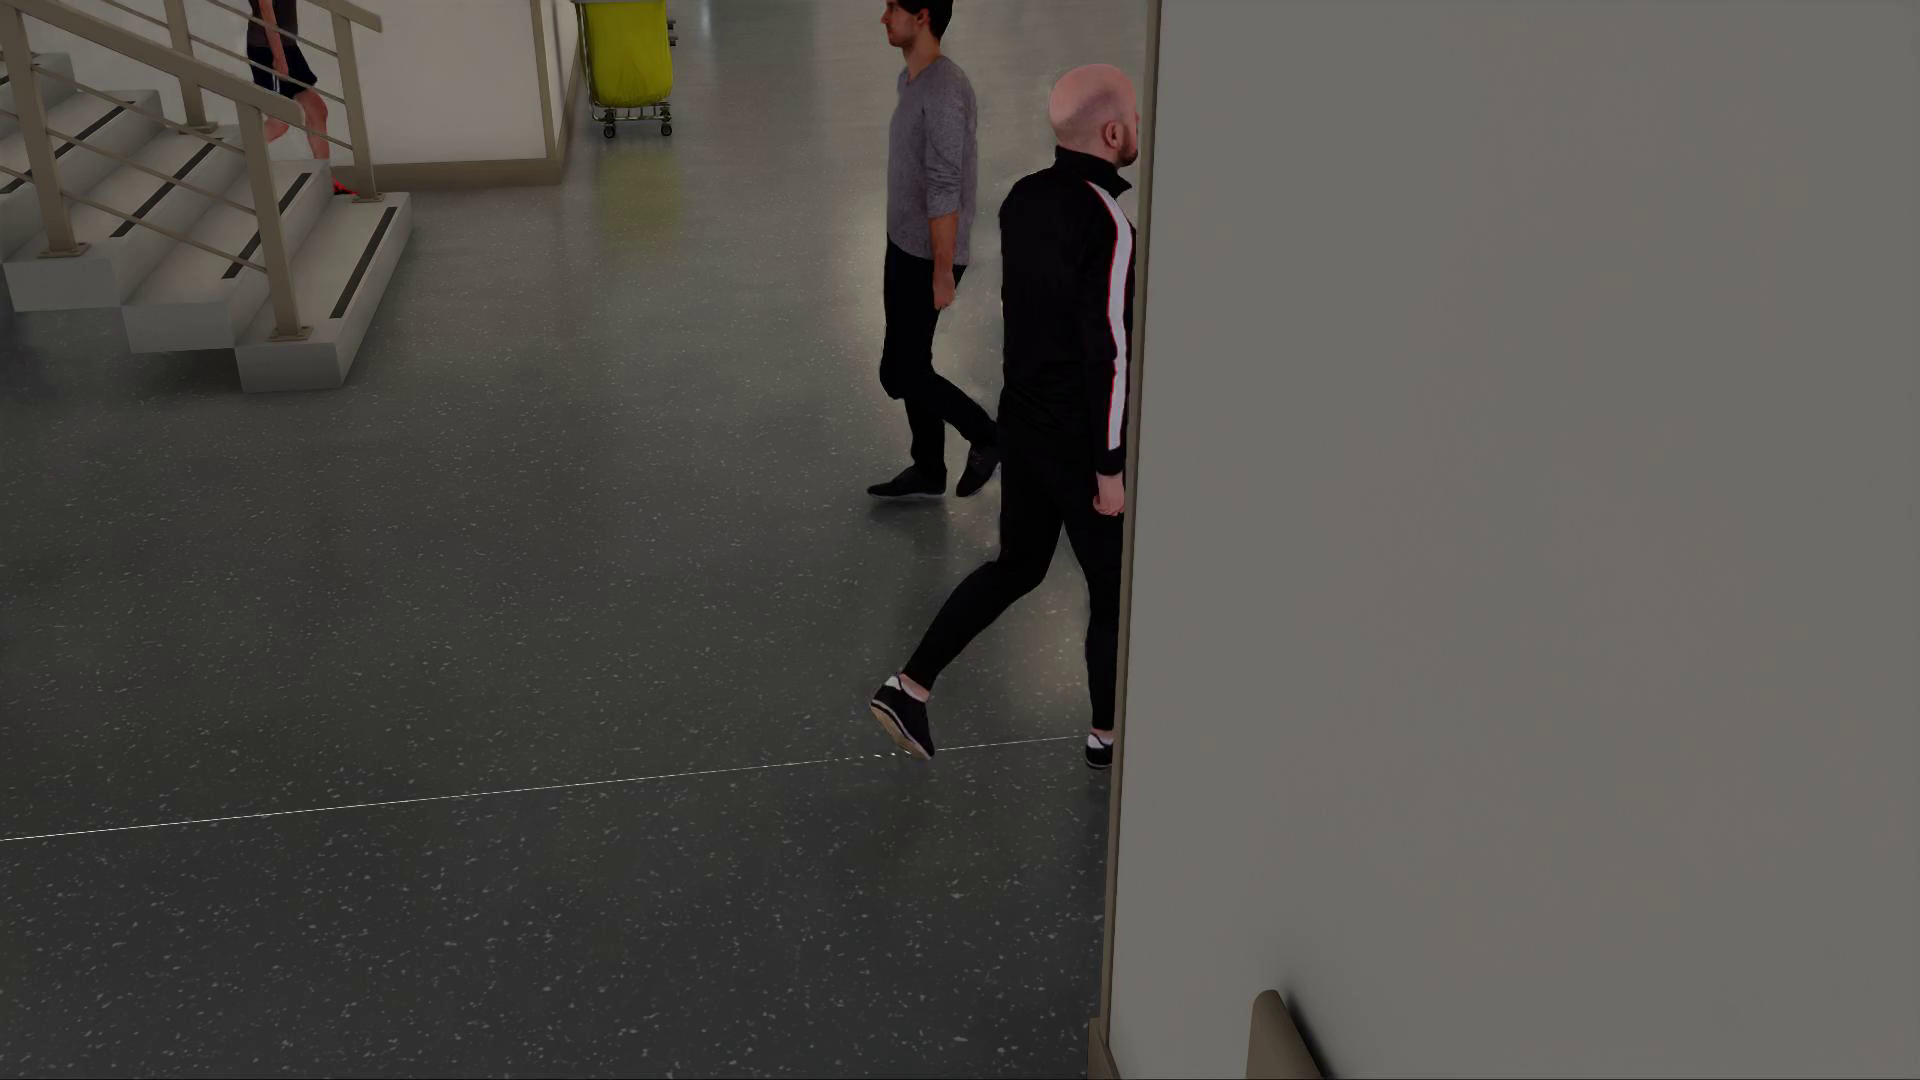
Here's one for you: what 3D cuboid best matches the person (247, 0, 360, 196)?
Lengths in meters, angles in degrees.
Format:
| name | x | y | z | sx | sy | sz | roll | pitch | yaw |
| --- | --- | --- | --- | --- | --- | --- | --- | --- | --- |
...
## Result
| name | x | y | z | sx | sy | sz | roll | pitch | yaw |
| --- | --- | --- | --- | --- | --- | --- | --- | --- | --- |
| person | -3.883 | -2.706 | 9.203 | 1.113 | 1.823 | 0.696 | -6 | 26 | -12 |

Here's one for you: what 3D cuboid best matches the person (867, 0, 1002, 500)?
| name | x | y | z | sx | sy | sz | roll | pitch | yaw |
| --- | --- | --- | --- | --- | --- | --- | --- | --- | --- |
| person | -0.034 | -0.961 | 5.579 | 0.742 | 1.828 | 0.689 | -6 | 26 | -12 |

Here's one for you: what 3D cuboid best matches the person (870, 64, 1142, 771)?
| name | x | y | z | sx | sy | sz | roll | pitch | yaw |
| --- | --- | --- | --- | --- | --- | --- | --- | --- | --- |
| person | 0.175 | -0.194 | 4.001 | 1.177 | 1.817 | 0.912 | -14 | 29 | -26 |
